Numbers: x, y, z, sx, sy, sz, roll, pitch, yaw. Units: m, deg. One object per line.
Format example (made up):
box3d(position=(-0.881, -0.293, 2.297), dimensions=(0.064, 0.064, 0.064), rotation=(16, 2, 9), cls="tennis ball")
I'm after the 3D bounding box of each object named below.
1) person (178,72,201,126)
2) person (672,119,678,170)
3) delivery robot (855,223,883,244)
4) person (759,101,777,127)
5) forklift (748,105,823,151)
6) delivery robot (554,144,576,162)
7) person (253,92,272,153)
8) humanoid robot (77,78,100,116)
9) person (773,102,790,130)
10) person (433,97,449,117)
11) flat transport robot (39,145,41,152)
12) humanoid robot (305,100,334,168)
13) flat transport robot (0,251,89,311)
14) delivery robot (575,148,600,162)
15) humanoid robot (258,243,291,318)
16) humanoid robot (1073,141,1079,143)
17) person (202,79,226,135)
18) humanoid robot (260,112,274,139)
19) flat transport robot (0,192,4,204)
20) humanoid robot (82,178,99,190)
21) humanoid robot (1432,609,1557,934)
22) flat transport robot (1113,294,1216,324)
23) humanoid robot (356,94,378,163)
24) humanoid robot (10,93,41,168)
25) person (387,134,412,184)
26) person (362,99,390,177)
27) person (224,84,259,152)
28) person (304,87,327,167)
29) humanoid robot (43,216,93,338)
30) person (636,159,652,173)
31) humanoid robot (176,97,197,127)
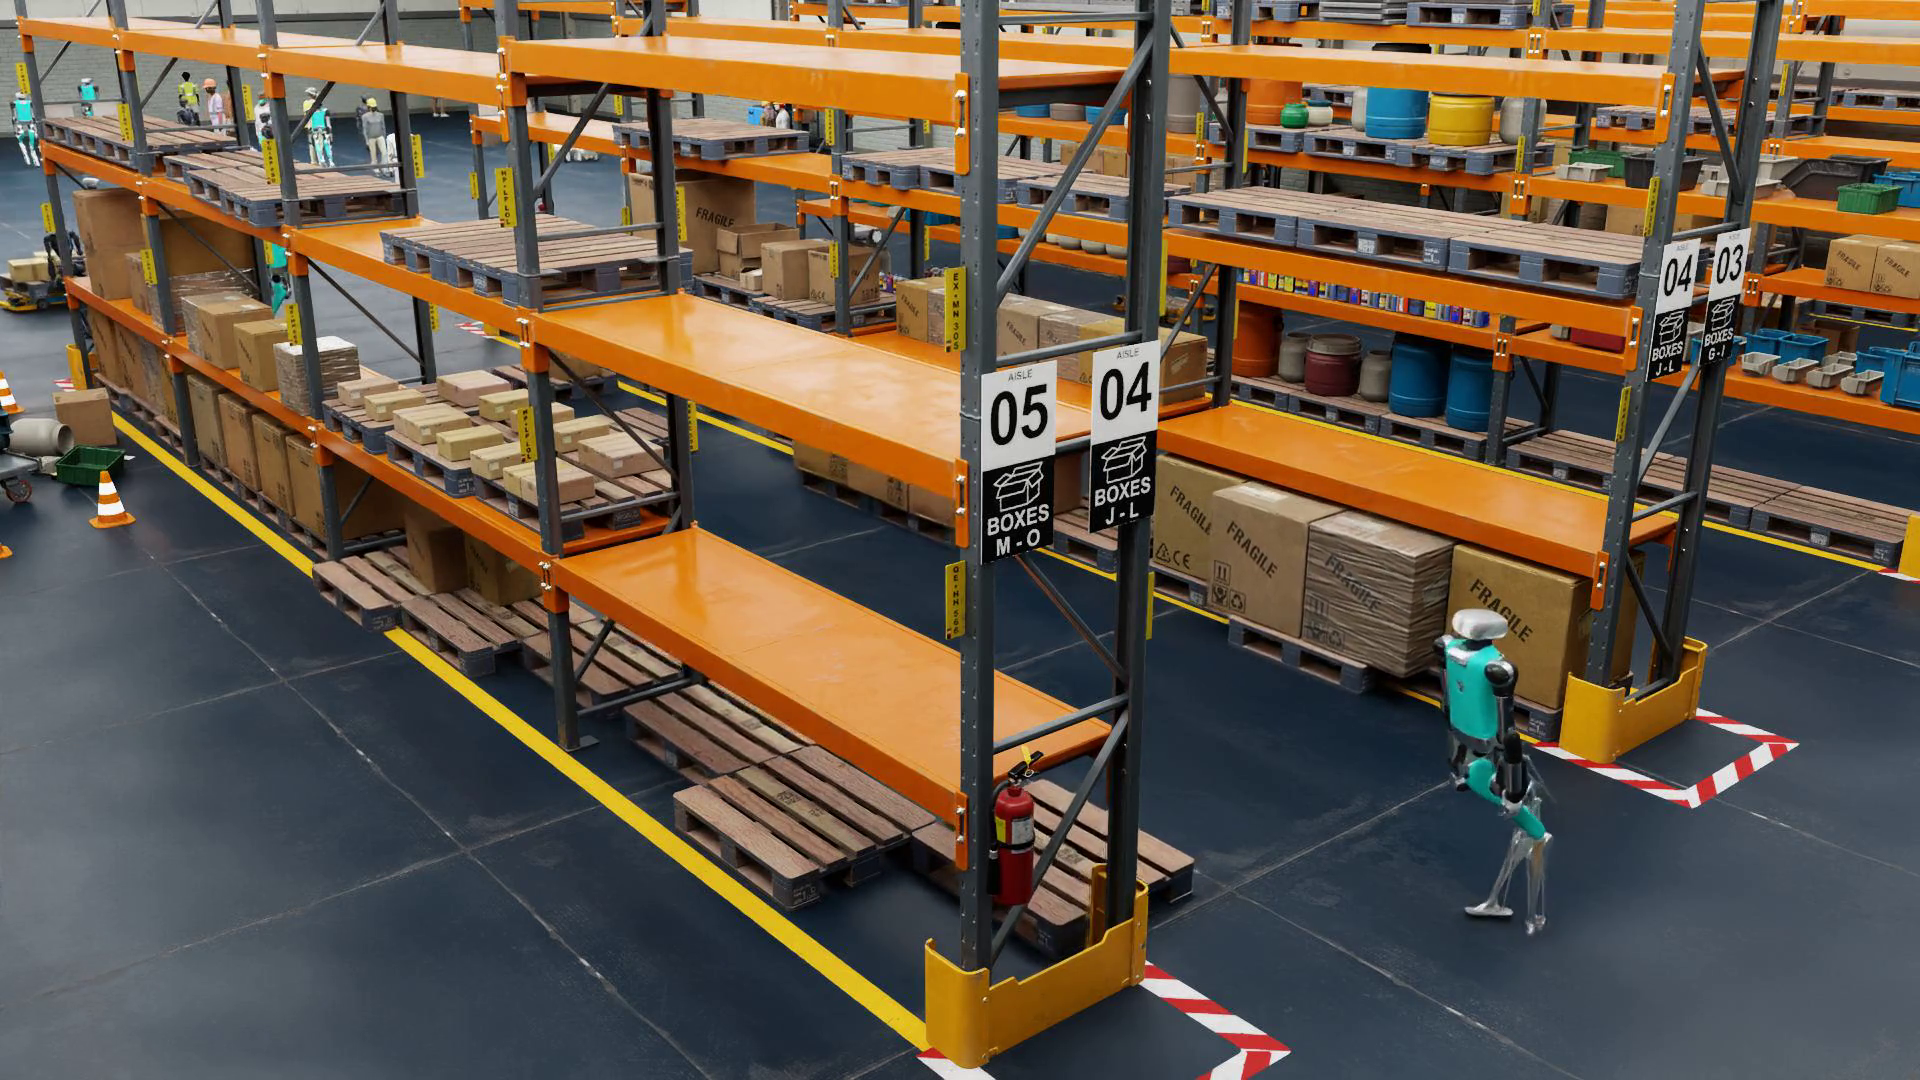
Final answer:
box3d(position=(-21.651, -12.291, 46.760), dimensions=(0.540, 1.695, 0.315), rotation=(-13, 23, -33), cls="person")
box3d(position=(-5.770, -7.575, 33.320), dimensions=(0.447, 1.706, 0.507), rotation=(-2, 19, -6), cls="person")
box3d(position=(-1.749, -5.372, 28.821), dimensions=(0.803, 0.614, 0.499), rotation=(-16, 25, -38), cls="delivery robot")
box3d(position=(-4.280, -9.003, 37.305), dimensions=(0.400, 1.760, 0.535), rotation=(18, 26, 41), cls="person")
box3d(position=(-4.526, -11.368, 42.374), dimensions=(1.129, 2.768, 1.873), rotation=(-15, 24, -37), cls="forklift")
box3d(position=(-9.648, -9.492, 40.543), dimensions=(0.499, 0.611, 0.814), rotation=(7, 21, 20), cls="delivery robot")
box3d(position=(-15.809, -9.279, 37.958), dimensions=(0.498, 1.861, 1.018), rotation=(-4, 20, -10), cls="person")
box3d(position=(-22.738, -11.210, 43.798), dimensions=(0.557, 1.878, 0.758), rotation=(-1, 19, -3), cls="humanoid robot")
box3d(position=(-3.879, -8.726, 36.339), dimensions=(0.380, 1.890, 0.562), rotation=(-5, 20, -13), cls="person")
box3d(position=(-16.245, -14.101, 51.642), dimensions=(0.510, 1.876, 0.382), rotation=(10, 22, 27), cls="person")
box3d(position=(-23.308, -10.132, 42.771), dimensions=(0.659, 0.231, 1.431), rotation=(-10, 21, -25), cls="flat transport robot")
box3d(position=(-14.001, -8.691, 36.567), dimensions=(0.538, 1.872, 0.712), rotation=(-12, 23, -30), cls="humanoid robot")
box3d(position=(-13.016, -3.518, 23.950), dimensions=(0.659, 0.231, 1.431), rotation=(16, 25, 38), cls="flat transport robot")
box3d(position=(-9.153, -9.526, 40.588), dimensions=(0.499, 0.577, 0.769), rotation=(-12, 23, -31), cls="delivery robot")
box3d(position=(-8.682, -3.169, 20.768), dimensions=(1.022, 1.740, 0.547), rotation=(4, 20, 12), cls="humanoid robot")
box3d(position=(2.589, -7.625, 33.481), dimensions=(0.542, 1.825, 0.697), rotation=(10, 22, 27), cls="humanoid robot")
box3d(position=(-17.636, -9.895, 39.450), dimensions=(0.398, 2.035, 0.598), rotation=(-16, 25, -38), cls="person")
box3d(position=(-14.487, -8.229, 35.233), dimensions=(0.510, 1.637, 0.613), rotation=(-2, 19, -4), cls="humanoid robot")
box3d(position=(-19.134, -6.272, 31.786), dimensions=(0.659, 0.231, 1.431), rotation=(-1, 19, -3), cls="flat transport robot")
box3d(position=(-12.236, -4.368, 24.063), dimensions=(0.674, 1.749, 0.545), rotation=(-11, 22, -29), cls="humanoid robot")
box3d(position=(2.780, 1.170, 8.430), dimensions=(0.818, 1.800, 0.573), rotation=(-9, 21, -23), cls="humanoid robot")
box3d(position=(2.845, -3.214, 23.083), dimensions=(0.659, 0.231, 1.431), rotation=(-14, 24, -34), cls="flat transport robot")
box3d(position=(-14.182, -9.912, 40.039), dimensions=(0.603, 1.640, 0.576), rotation=(-3, 20, -8), cls="humanoid robot")
box3d(position=(-21.908, -9.584, 39.001), dimensions=(0.553, 1.762, 0.963), rotation=(-14, 24, -34), cls="humanoid robot")
box3d(position=(-10.541, -7.039, 31.535), dimensions=(0.574, 1.884, 0.356), rotation=(-3, 20, -10), cls="person")
box3d(position=(-13.107, -9.018, 37.370), dimensions=(0.540, 1.735, 0.718), rotation=(-14, 24, -35), cls="person")
box3d(position=(-18.424, -10.764, 42.231), dimensions=(0.904, 1.812, 0.769), rotation=(5, 20, 15), cls="person")
box3d(position=(-14.983, -9.533, 38.622), dimensions=(0.543, 1.890, 0.382), rotation=(12, 23, 31), cls="person")
box3d(position=(-11.561, -3.430, 21.618), dimensions=(0.382, 1.665, 0.594), rotation=(7, 21, 19), cls="humanoid robot")
box3d(position=(-5.383, -5.854, 28.124), dimensions=(0.606, 1.905, 0.981), rotation=(9, 21, 23), cls="person")
box3d(position=(-17.973, -9.492, 38.820), dimensions=(0.422, 1.640, 0.589), rotation=(7, 20, 19), cls="humanoid robot")
